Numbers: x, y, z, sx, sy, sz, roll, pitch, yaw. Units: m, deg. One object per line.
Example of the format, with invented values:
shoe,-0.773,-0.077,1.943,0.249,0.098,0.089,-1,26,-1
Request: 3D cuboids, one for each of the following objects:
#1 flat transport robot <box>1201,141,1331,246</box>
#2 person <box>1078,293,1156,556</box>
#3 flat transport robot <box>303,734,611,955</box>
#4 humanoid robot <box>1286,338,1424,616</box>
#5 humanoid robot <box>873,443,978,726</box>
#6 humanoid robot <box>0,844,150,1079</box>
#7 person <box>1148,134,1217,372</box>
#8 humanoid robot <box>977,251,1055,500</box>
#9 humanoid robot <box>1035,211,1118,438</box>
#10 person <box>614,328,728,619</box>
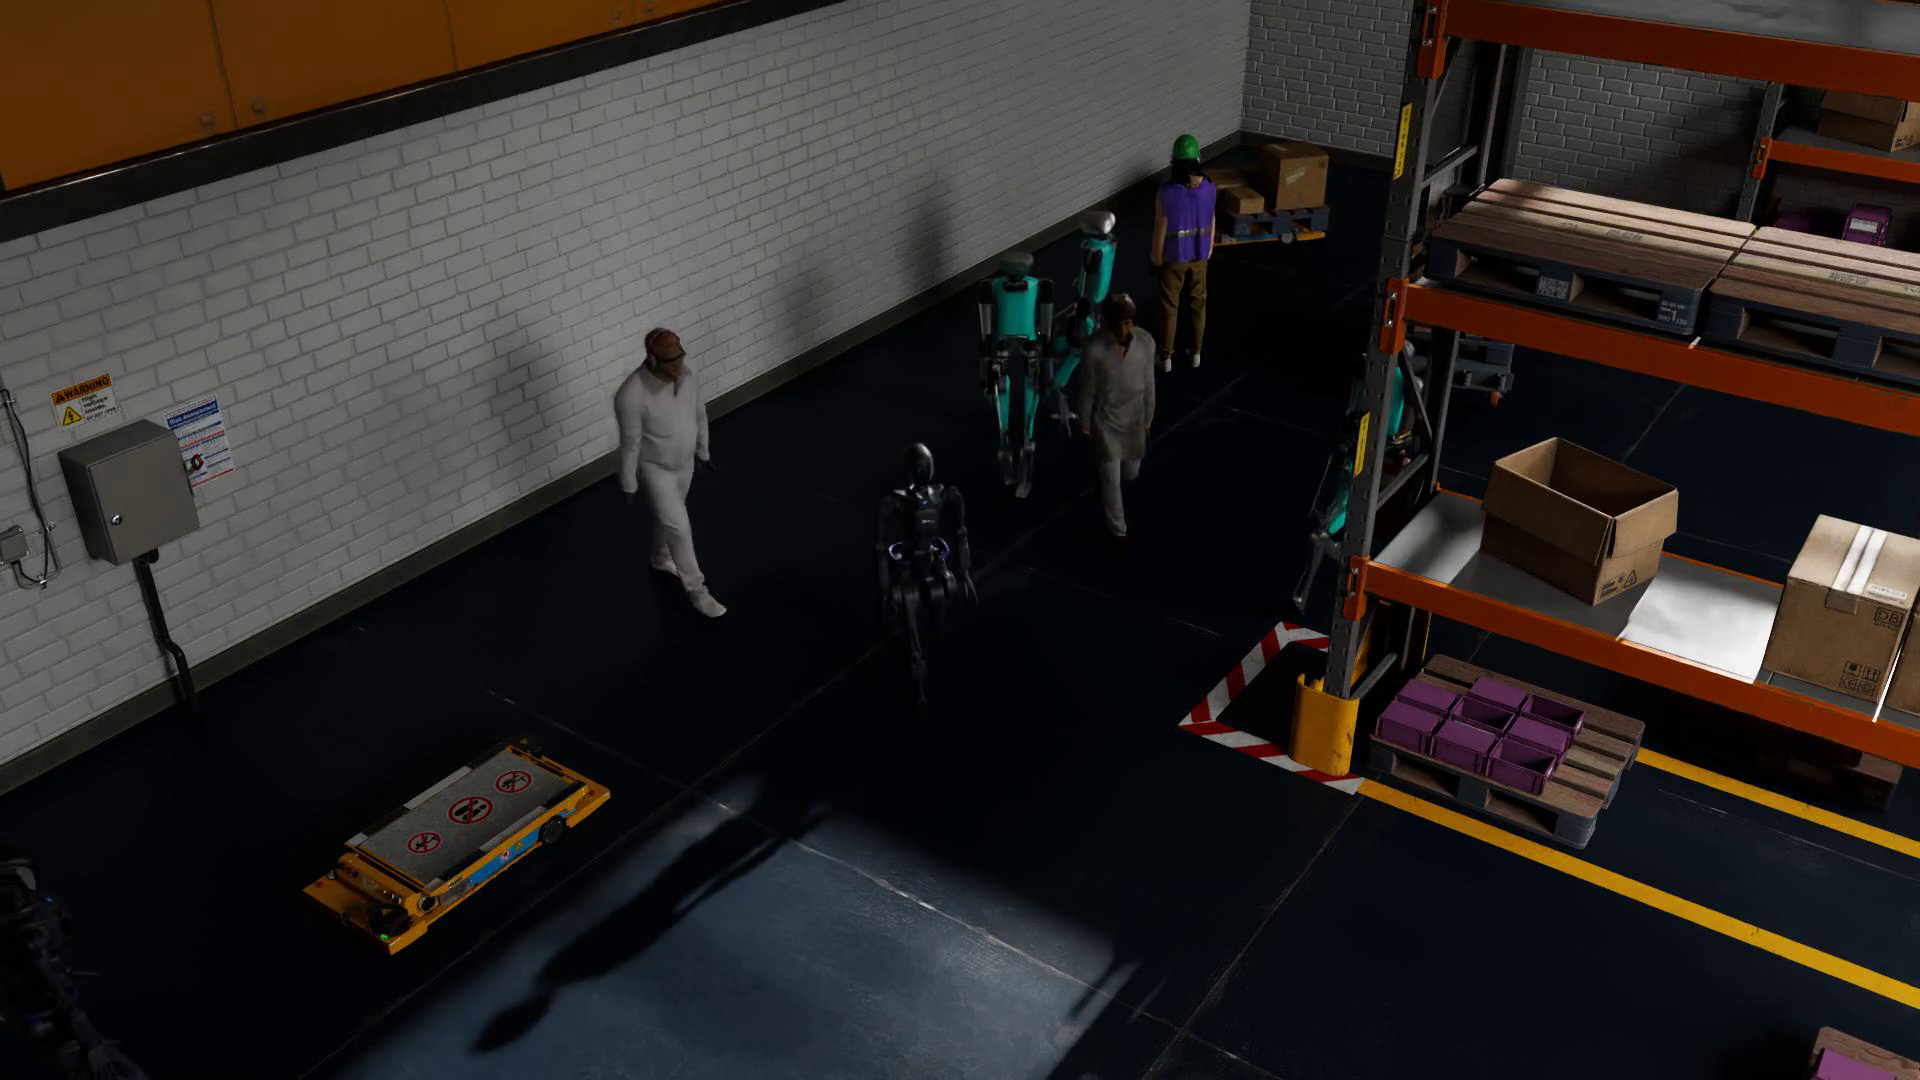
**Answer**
flat transport robot,2.817,-3.104,16.425,1.431,0.231,0.659,-7,31,-12
person,1.013,-0.838,10.963,0.515,1.803,0.693,-6,30,-10
flat transport robot,-2.526,1.502,8.434,0.659,0.231,1.431,19,35,30
humanoid robot,2.297,-0.351,10.206,0.970,1.767,0.539,-19,35,-29
humanoid robot,-0.231,0.187,9.356,0.601,1.654,0.742,-10,31,-17
humanoid robot,-3.474,1.815,6.483,0.458,1.651,0.586,-23,37,-34
person,1.784,-2.279,13.335,0.531,1.926,0.420,-8,31,-14
humanoid robot,0.372,-1.021,11.368,0.549,1.780,0.889,2,30,4
humanoid robot,0.771,-1.549,12.345,0.736,1.872,0.548,10,31,17
person,-1.730,-0.426,10.199,0.977,1.851,0.700,18,35,29
